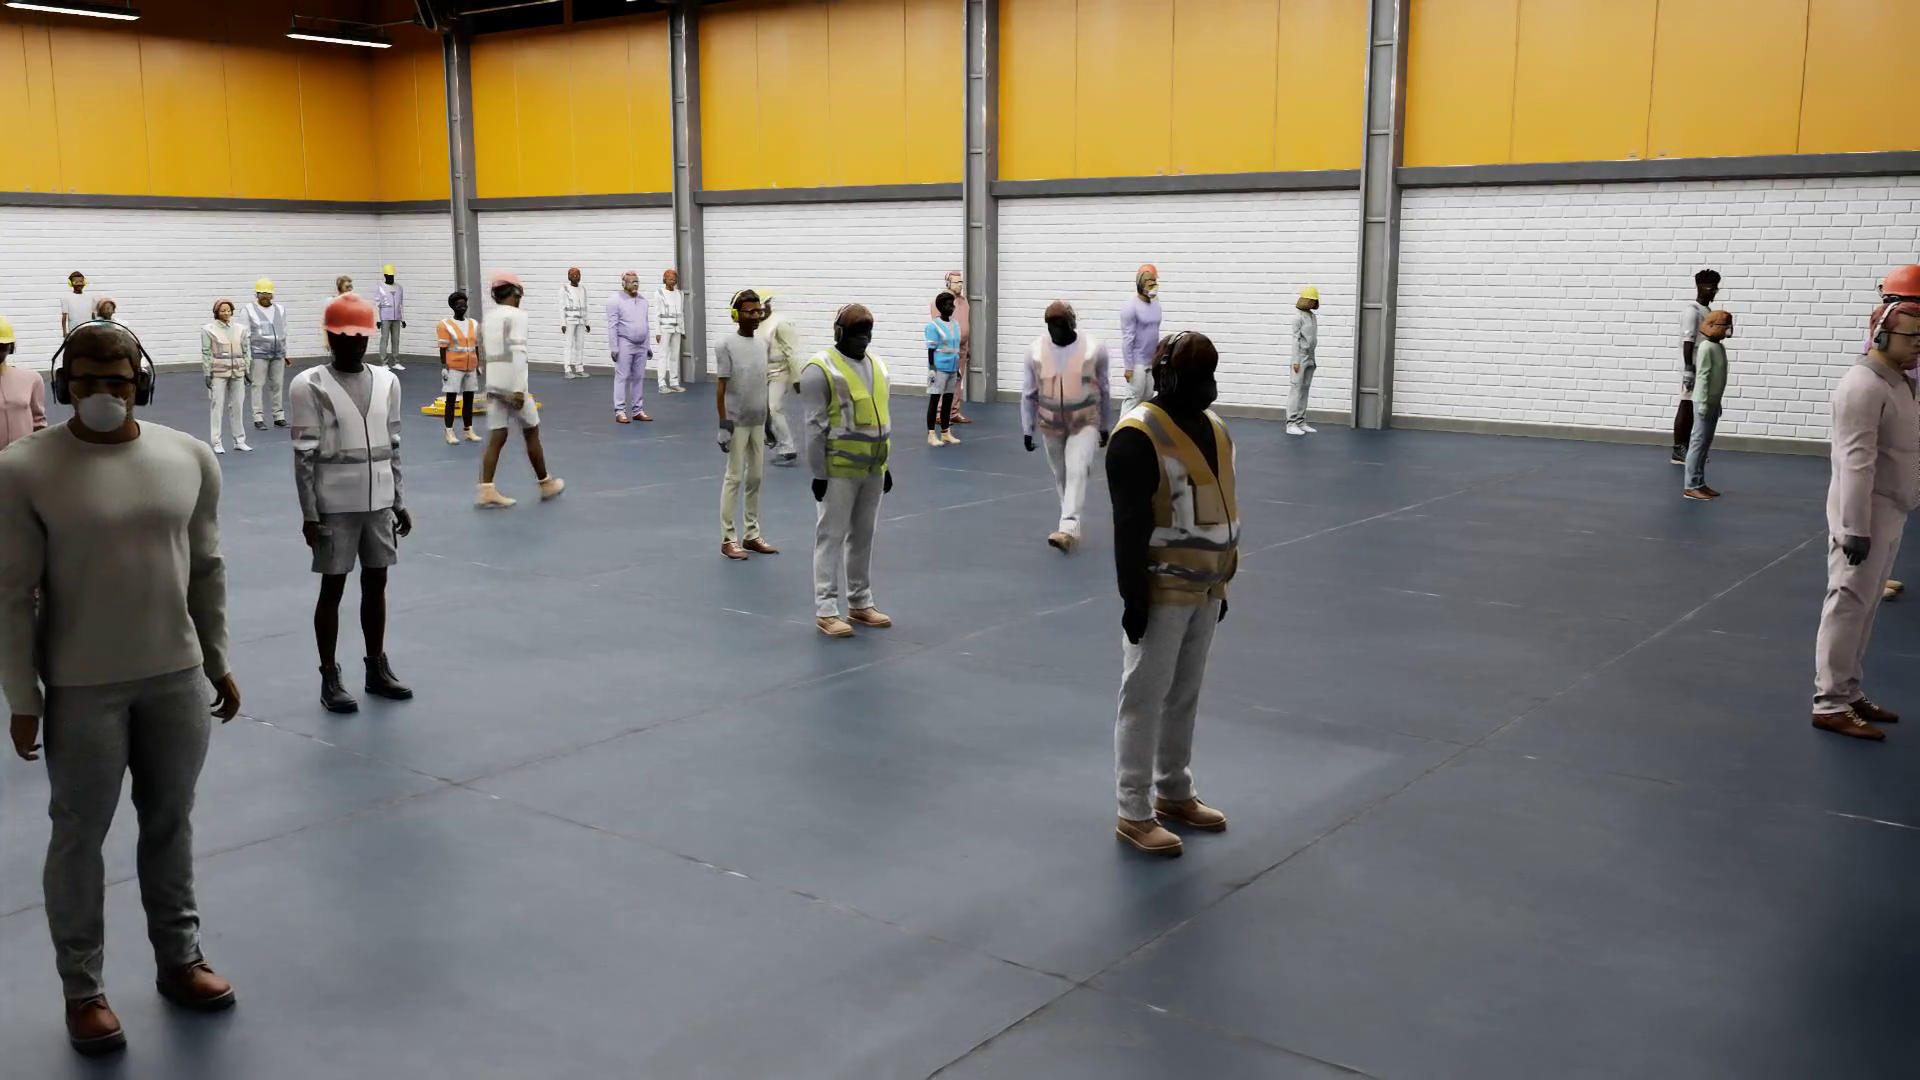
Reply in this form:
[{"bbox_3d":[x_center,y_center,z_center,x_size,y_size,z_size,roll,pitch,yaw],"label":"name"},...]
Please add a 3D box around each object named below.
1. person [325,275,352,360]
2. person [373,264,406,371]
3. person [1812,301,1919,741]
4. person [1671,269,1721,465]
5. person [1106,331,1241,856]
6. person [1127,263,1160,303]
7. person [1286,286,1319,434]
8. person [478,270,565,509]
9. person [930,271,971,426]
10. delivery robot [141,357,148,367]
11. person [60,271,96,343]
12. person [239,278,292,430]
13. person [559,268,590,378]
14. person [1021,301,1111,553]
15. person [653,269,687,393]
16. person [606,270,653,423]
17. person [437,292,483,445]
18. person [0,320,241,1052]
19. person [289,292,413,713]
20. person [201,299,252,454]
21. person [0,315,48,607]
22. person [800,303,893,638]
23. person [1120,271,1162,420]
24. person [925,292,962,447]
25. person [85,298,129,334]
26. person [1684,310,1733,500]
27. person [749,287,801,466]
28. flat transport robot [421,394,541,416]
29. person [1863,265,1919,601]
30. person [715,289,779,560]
[{"bbox_3d":[-8.960,-2.884,23.868,0.631,1.821,0.518,3,10,18],"label":"person"},{"bbox_3d":[-10.370,-4.050,30.313,0.386,1.926,0.591,8,13,39],"label":"person"},{"bbox_3d":[4.042,-0.091,7.332,0.400,1.905,0.645,8,13,39],"label":"person"},{"bbox_3d":[7.421,-1.739,16.752,0.366,1.962,0.610,8,13,39],"label":"person"},{"bbox_3d":[0.778,0.178,5.945,0.429,1.843,0.627,8,13,39],"label":"person"},{"bbox_3d":[2.313,-2.453,20.815,0.395,1.993,0.616,8,13,39],"label":"person"},{"bbox_3d":[4.071,-2.118,19.602,0.322,1.741,0.489,8,13,39],"label":"person"},{"bbox_3d":[-3.724,-1.270,13.987,0.695,1.971,0.964,7,12,36],"label":"person"},{"bbox_3d":[-0.079,-2.379,20.642,0.400,1.907,0.645,8,13,39],"label":"person"},{"bbox_3d":[-13.672,-2.871,27.167,0.707,0.478,0.477,-7,12,-35],"label":"delivery robot"},{"bbox_3d":[-12.731,-2.955,24.108,0.319,1.870,0.521,8,13,39],"label":"person"},{"bbox_3d":[-8.347,-2.241,20.063,0.403,1.828,0.595,8,13,39],"label":"person"},{"bbox_3d":[-6.579,-3.706,28.436,0.346,1.882,0.578,8,13,39],"label":"person"},{"bbox_3d":[0.750,-0.811,11.907,0.631,1.774,1.023,3,10,18],"label":"person"},{"bbox_3d":[-4.420,-3.181,25.383,0.346,1.881,0.578,8,13,39],"label":"person"},{"bbox_3d":[-4.119,-2.424,20.909,0.400,1.907,0.645,8,13,39],"label":"person"},{"bbox_3d":[-5.573,-1.918,18.568,0.320,1.695,0.538,8,13,39],"label":"person"},{"bbox_3d":[-2.264,0.378,4.503,0.362,1.936,0.631,8,13,39],"label":"person"},{"bbox_3d":[-2.803,-0.177,7.741,0.374,1.934,0.549,8,13,39],"label":"person"},{"bbox_3d":[-7.811,-1.746,17.732,0.313,1.639,0.517,8,13,39],"label":"person"},{"bbox_3d":[-5.592,-0.437,9.753,0.327,1.765,0.528,8,13,39],"label":"person"},{"bbox_3d":[-0.597,-0.392,9.274,0.429,1.840,0.627,8,13,39],"label":"person"},{"bbox_3d":[1.890,-1.813,17.255,0.362,1.938,0.631,8,13,39],"label":"person"},{"bbox_3d":[-0.173,-1.878,18.333,0.320,1.695,0.538,8,13,39],"label":"person"},{"bbox_3d":[-10.180,-2.086,19.825,0.801,1.607,0.520,8,13,39],"label":"person"},{"bbox_3d":[6.487,-1.169,14.393,0.271,1.632,0.503,8,13,39],"label":"person"},{"bbox_3d":[-1.872,-1.622,16.571,0.538,1.790,0.612,-7,12,-36],"label":"person"},{"bbox_3d":[-6.367,-1.821,22.149,0.652,0.197,1.431,8,12,37],"label":"flat transport robot"},{"bbox_3d":[5.719,-0.657,10.218,0.395,2.042,0.611,8,13,39],"label":"person"},{"bbox_3d":[-1.479,-0.806,11.593,0.319,1.870,0.521,8,13,39],"label":"person"}]
